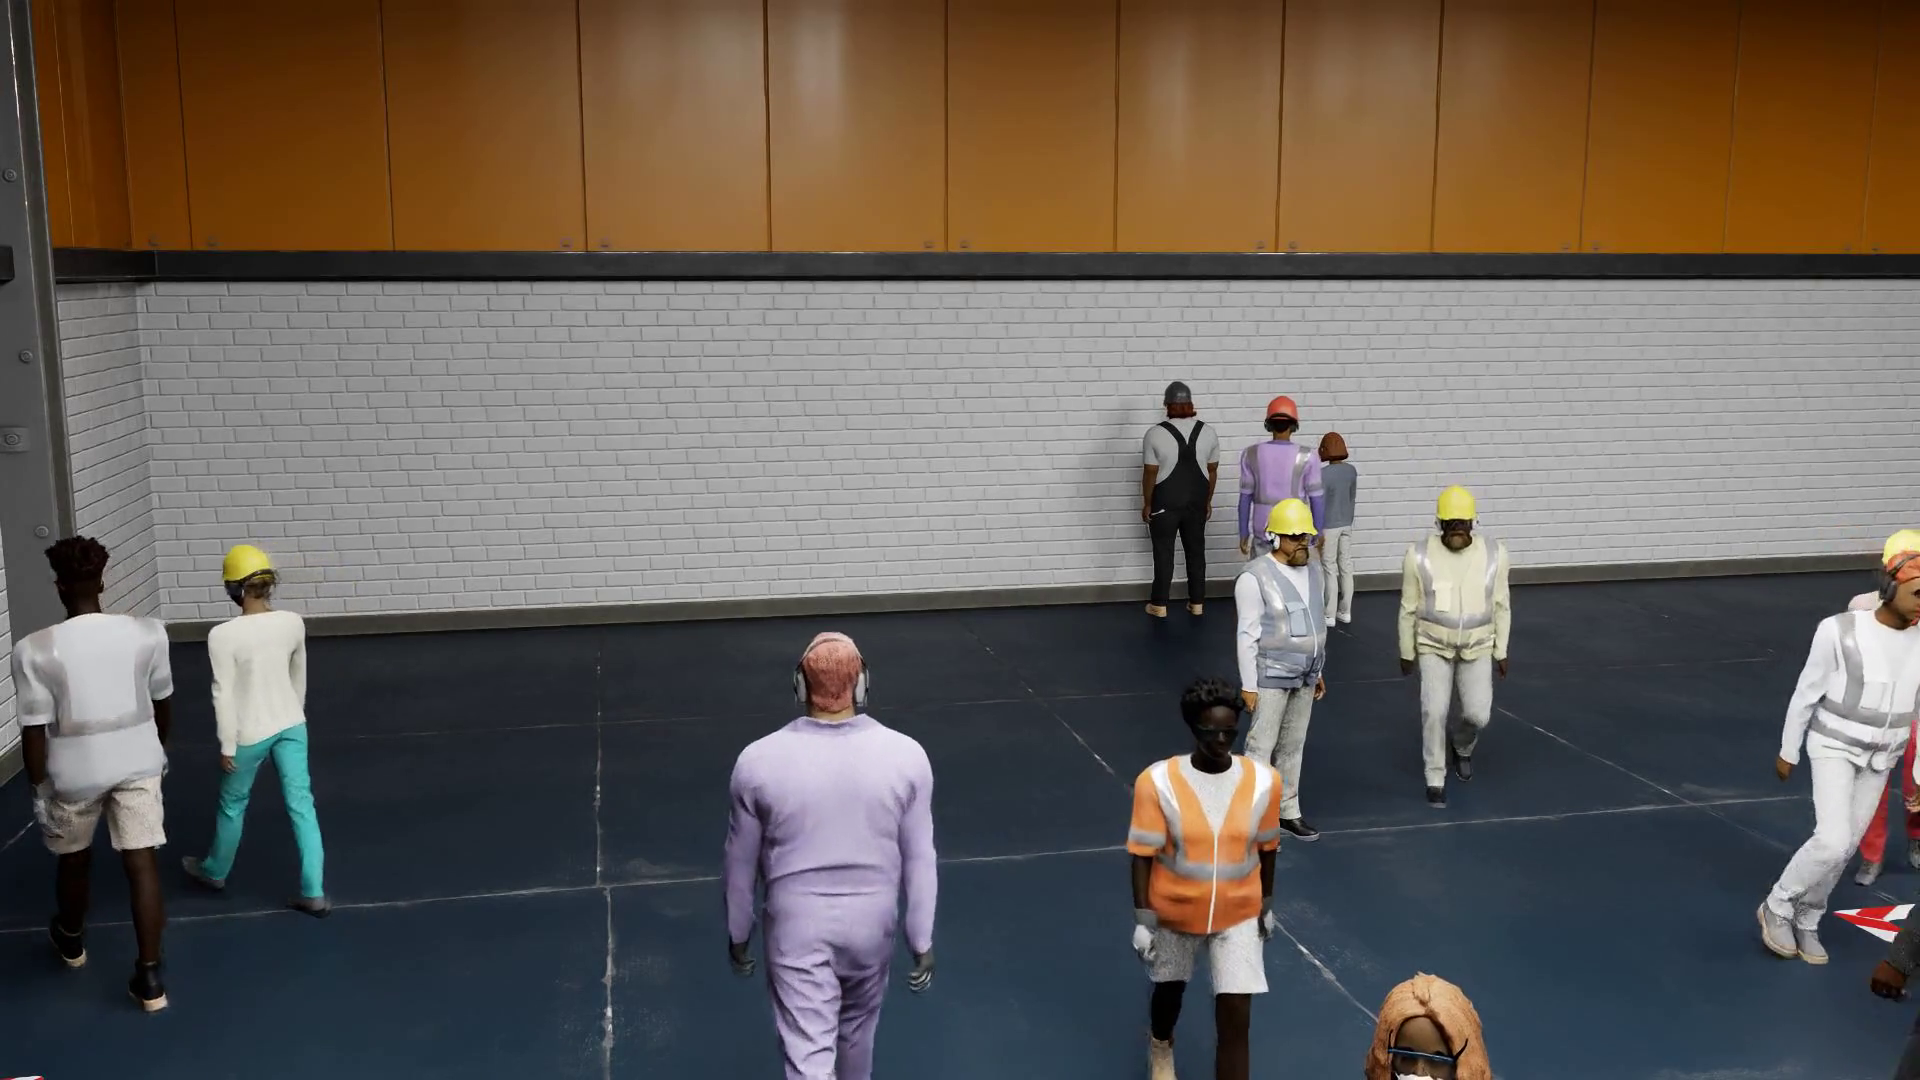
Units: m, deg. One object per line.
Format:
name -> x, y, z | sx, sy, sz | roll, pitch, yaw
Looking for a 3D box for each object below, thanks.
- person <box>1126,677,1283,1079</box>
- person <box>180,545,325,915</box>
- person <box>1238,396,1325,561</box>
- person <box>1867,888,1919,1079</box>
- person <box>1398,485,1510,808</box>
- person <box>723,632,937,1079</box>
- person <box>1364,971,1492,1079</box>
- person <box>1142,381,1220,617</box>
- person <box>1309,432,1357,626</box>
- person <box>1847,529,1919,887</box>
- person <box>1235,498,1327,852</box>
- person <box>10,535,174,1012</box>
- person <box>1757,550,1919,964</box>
person -> 0.829, 1.257, 5.708 | 0.544, 1.649, 0.905 | 0, 9, -2
person -> -3.311, 0.875, 7.793 | 0.901, 1.715, 0.552 | 6, 11, 32
person -> 2.451, -0.083, 12.709 | 0.627, 2.038, 0.434 | 4, 10, 25
person -> 3.061, 1.243, 5.111 | 0.589, 1.872, 0.868 | -9, 13, -44
person -> 2.754, 0.581, 9.319 | 0.608, 1.815, 0.507 | 2, 9, 9
person -> -0.425, 1.211, 5.363 | 0.664, 1.852, 0.986 | -2, 9, -10
person -> 0.907, 1.651, 3.351 | 0.498, 1.634, 0.281 | 3, 10, 18
person -> 1.860, -0.359, 14.368 | 0.684, 2.000, 0.538 | -2, 10, -13
person -> 3.127, -0.089, 13.963 | 0.501, 1.631, 0.285 | -7, 12, -38
person -> 4.560, 0.810, 8.083 | 0.542, 1.754, 0.415 | 8, 12, 41
person -> 1.681, 0.691, 8.607 | 0.601, 1.827, 0.404 | -7, 12, -37
person -> -3.576, 0.929, 6.900 | 0.612, 1.908, 0.994 | -7, 12, -38
person -> 3.827, 0.930, 7.089 | 0.596, 1.843, 0.570 | -1, 9, -6
